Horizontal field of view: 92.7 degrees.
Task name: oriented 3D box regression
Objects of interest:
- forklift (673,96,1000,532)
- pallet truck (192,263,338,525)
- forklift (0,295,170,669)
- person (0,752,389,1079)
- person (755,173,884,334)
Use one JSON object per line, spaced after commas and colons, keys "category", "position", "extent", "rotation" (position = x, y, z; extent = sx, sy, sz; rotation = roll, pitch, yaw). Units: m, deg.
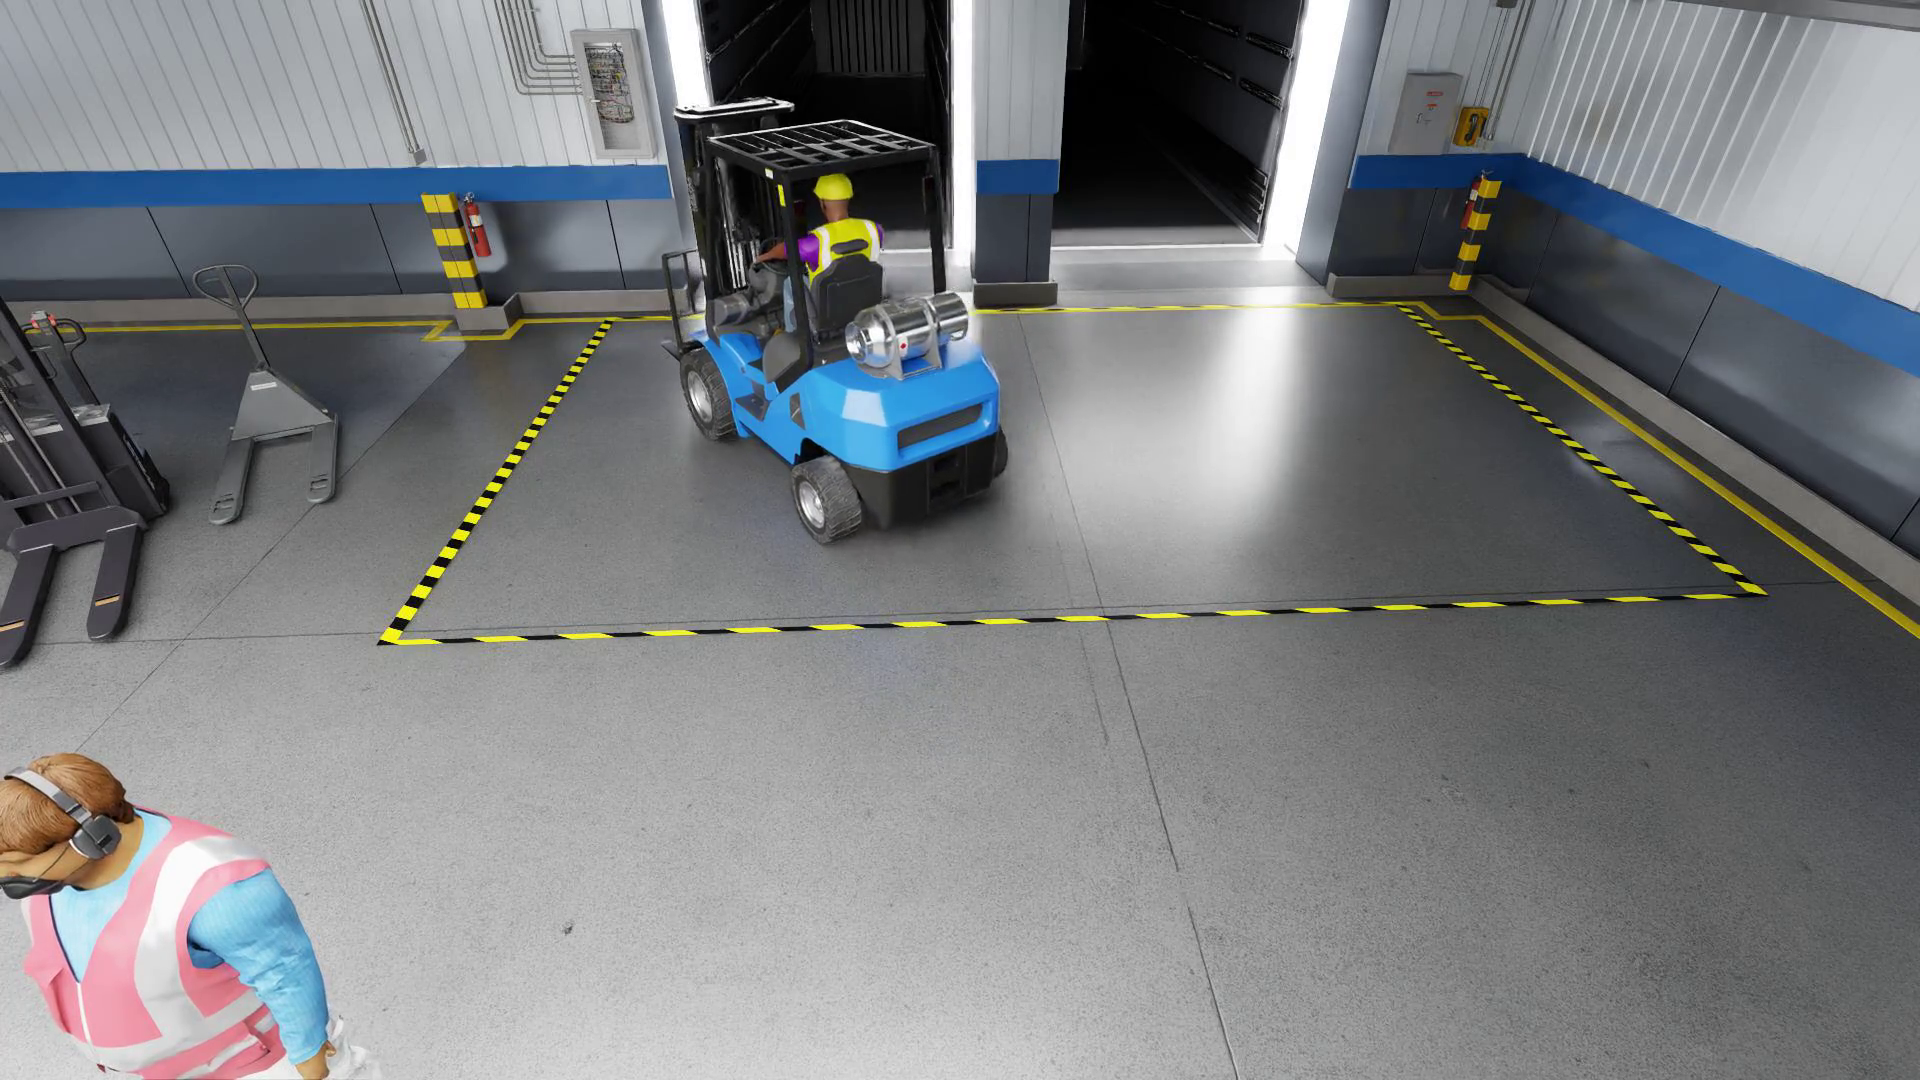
{"category": "forklift", "position": [-0.887, -1.570, 5.936], "extent": [1.157, 2.036, 2.680], "rotation": [-23, 41, -30]}
{"category": "pallet truck", "position": [-4.778, -1.027, 6.128], "extent": [0.680, 1.201, 1.601], "rotation": [-17, 38, -23]}
{"category": "forklift", "position": [-5.212, -0.618, 4.878], "extent": [0.823, 1.965, 1.885], "rotation": [-20, 39, -26]}
{"category": "person", "position": [-1.890, 1.231, 2.356], "extent": [0.622, 1.844, 0.429], "rotation": [8, 36, 11]}
{"category": "person", "position": [-0.917, -1.754, 5.871], "extent": [0.635, 1.294, 1.004], "rotation": [-23, 41, -30]}
